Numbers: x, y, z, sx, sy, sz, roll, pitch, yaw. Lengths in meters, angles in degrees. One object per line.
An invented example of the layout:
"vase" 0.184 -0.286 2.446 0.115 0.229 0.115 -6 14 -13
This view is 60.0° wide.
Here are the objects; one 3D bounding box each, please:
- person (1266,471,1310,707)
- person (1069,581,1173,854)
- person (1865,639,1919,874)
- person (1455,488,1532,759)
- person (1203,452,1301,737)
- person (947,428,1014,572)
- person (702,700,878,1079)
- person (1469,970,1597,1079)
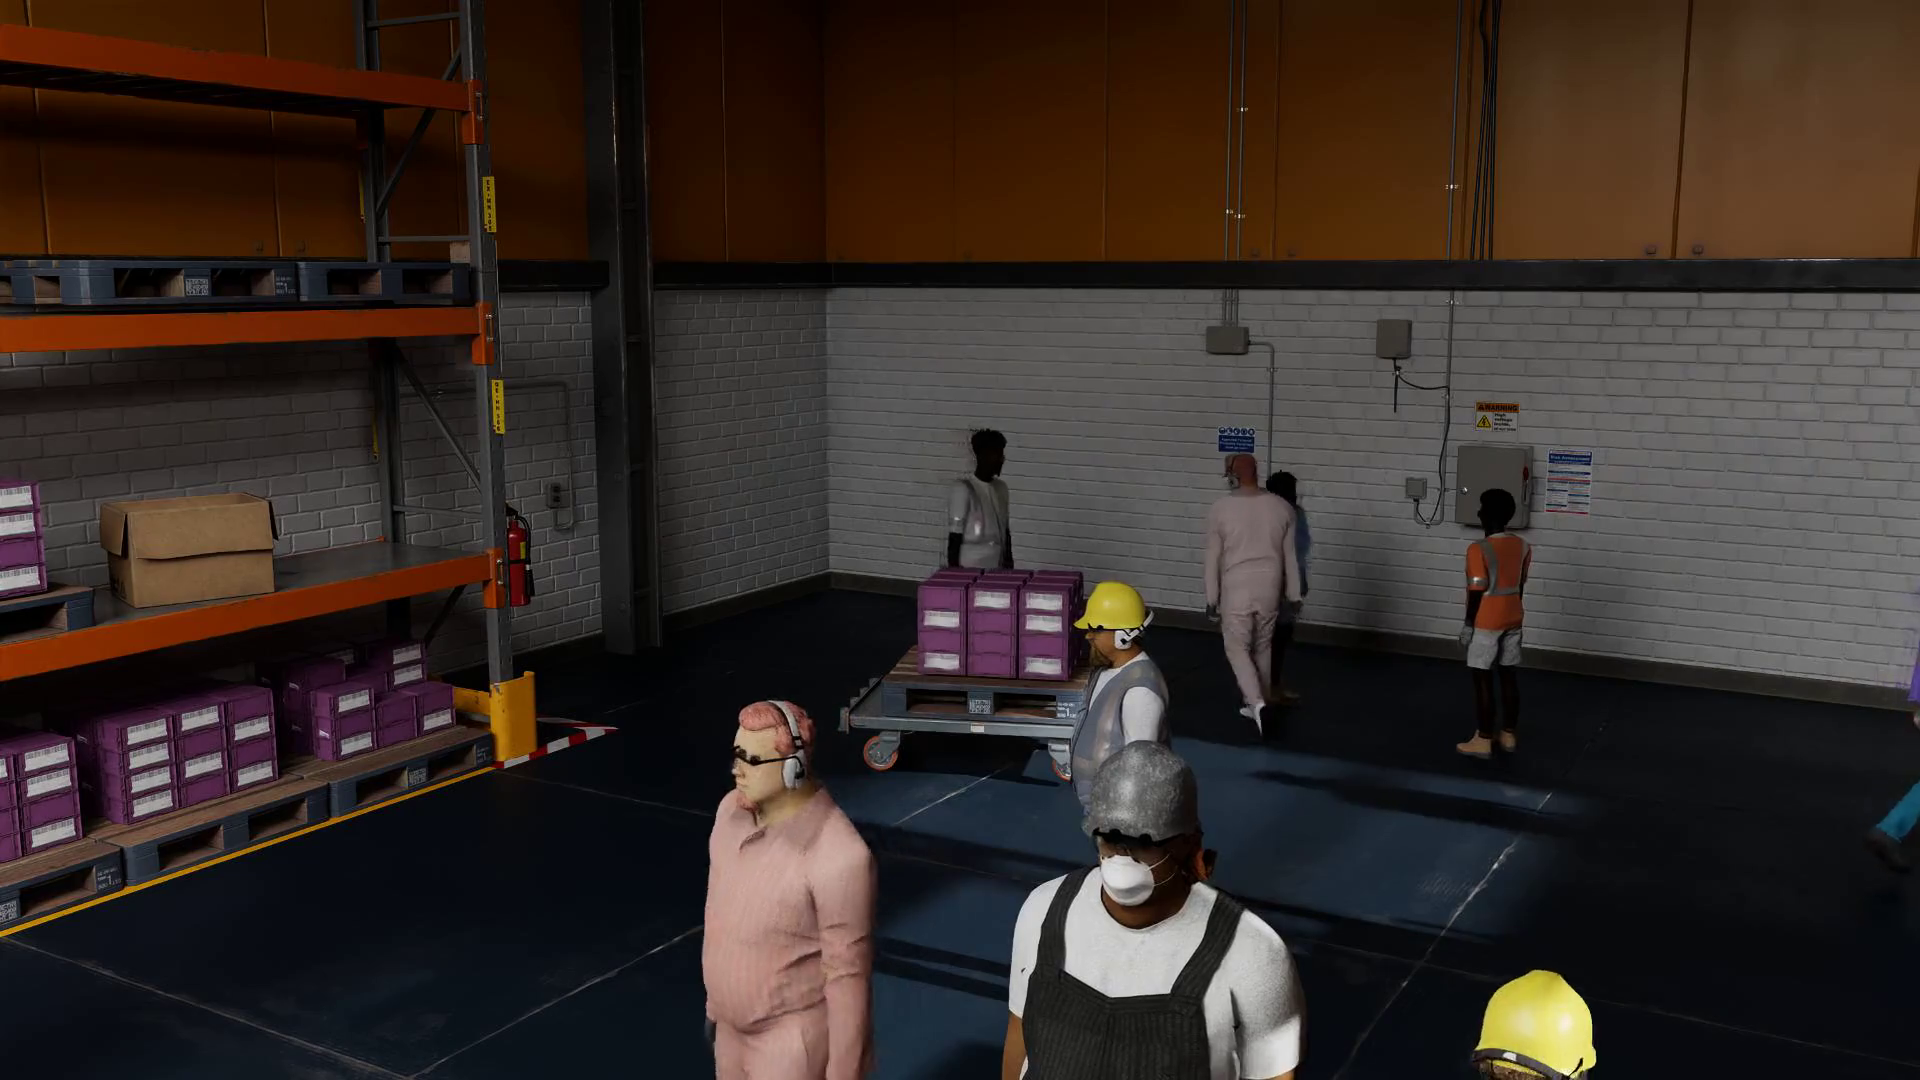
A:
"person" 2.273 0.337 11.717 0.324 1.671 0.562 6 11 34
"person" 0.638 1.064 6.677 0.405 1.824 0.585 -1 9 -8
"person" 4.825 0.835 8.107 0.532 1.821 0.572 -1 9 -9
"person" 3.345 0.520 10.443 0.540 1.695 0.317 -6 11 -33
"person" 1.948 0.358 10.956 0.686 1.875 0.790 -2 9 -13
"person" 0.188 0.193 11.660 0.485 1.951 0.618 6 11 34
"person" -0.463 1.350 4.666 0.710 1.889 0.655 -7 11 -37
"person" 1.107 1.669 3.207 0.546 1.725 0.895 9 13 44
